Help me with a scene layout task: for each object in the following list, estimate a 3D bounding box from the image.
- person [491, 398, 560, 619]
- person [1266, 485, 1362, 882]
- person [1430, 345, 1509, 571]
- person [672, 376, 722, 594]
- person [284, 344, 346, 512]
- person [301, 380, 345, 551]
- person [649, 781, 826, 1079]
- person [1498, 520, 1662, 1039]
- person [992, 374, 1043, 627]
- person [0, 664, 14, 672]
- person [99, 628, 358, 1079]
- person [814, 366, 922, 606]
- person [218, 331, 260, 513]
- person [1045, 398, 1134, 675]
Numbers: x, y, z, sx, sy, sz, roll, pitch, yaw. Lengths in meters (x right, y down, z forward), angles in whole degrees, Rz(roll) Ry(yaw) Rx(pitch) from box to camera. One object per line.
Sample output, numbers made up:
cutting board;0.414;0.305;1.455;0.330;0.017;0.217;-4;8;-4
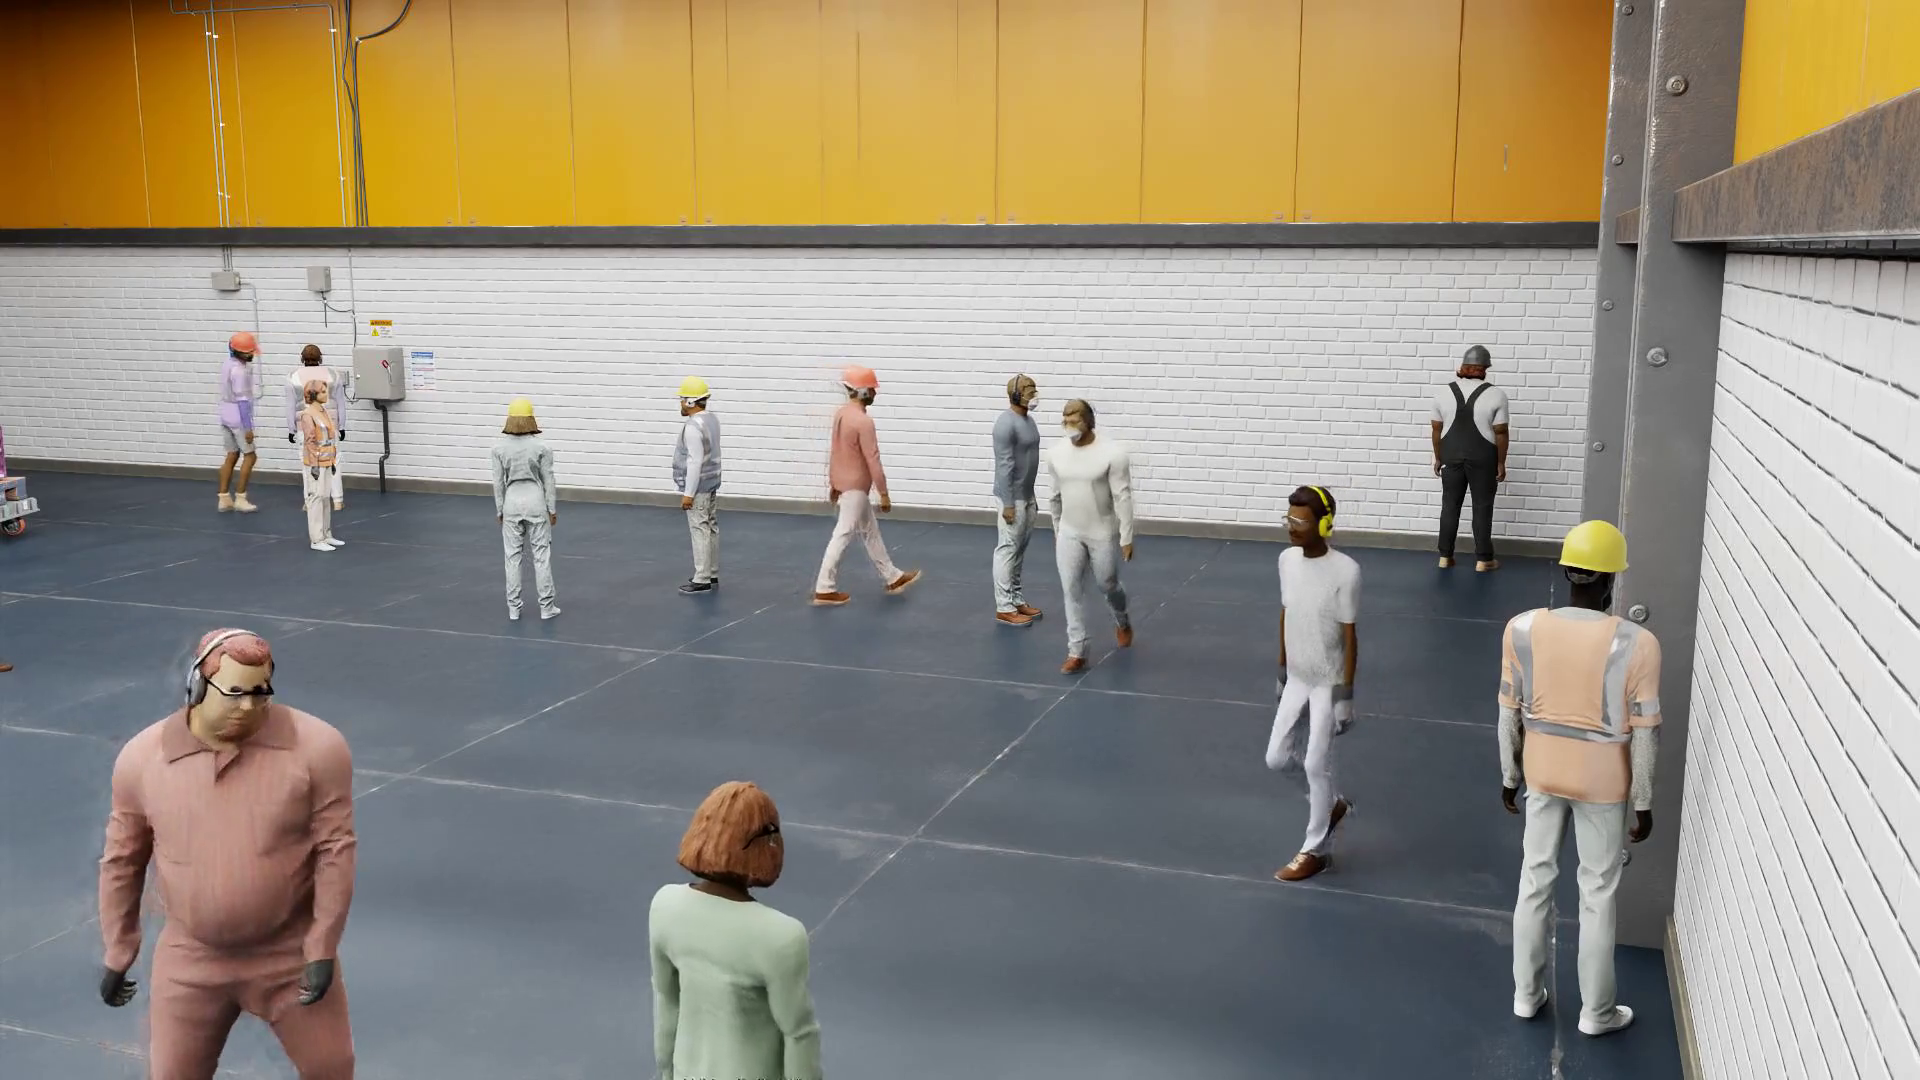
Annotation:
person;-3.398;-0.242;13.026;0.486;1.742;0.300;-1;10;-3
person;1.662;0.655;7.655;0.452;1.854;0.528;-7;12;-35
person;4.628;-0.749;15.039;0.688;2.000;0.536;7;12;34
person;-2.215;-0.462;14.002;0.403;1.835;0.588;2;10;9
person;-7.078;-1.228;18.299;0.621;1.845;0.429;-5;11;-26
person;-6.150;-0.713;15.999;0.339;1.649;0.520;-1;10;-3
person;-0.552;1.393;4.141;0.516;1.628;0.282;7;12;35
person;2.289;0.881;6.174;0.585;1.928;0.368;8;13;39
person;0.449;-0.316;12.885;0.370;1.940;0.627;4;11;20
person;-6.820;0.036;11.046;0.723;1.882;0.642;-7;12;-35
person;-2.137;1.164;4.762;0.887;1.876;0.393;-2;10;-14
person;-0.761;-0.443;13.581;1.027;1.935;0.657;-4;11;-23
person;-7.933;-1.289;18.238;0.541;1.992;0.660;-6;12;-32
person;0.944;-0.062;11.591;0.655;1.902;0.896;5;11;27
